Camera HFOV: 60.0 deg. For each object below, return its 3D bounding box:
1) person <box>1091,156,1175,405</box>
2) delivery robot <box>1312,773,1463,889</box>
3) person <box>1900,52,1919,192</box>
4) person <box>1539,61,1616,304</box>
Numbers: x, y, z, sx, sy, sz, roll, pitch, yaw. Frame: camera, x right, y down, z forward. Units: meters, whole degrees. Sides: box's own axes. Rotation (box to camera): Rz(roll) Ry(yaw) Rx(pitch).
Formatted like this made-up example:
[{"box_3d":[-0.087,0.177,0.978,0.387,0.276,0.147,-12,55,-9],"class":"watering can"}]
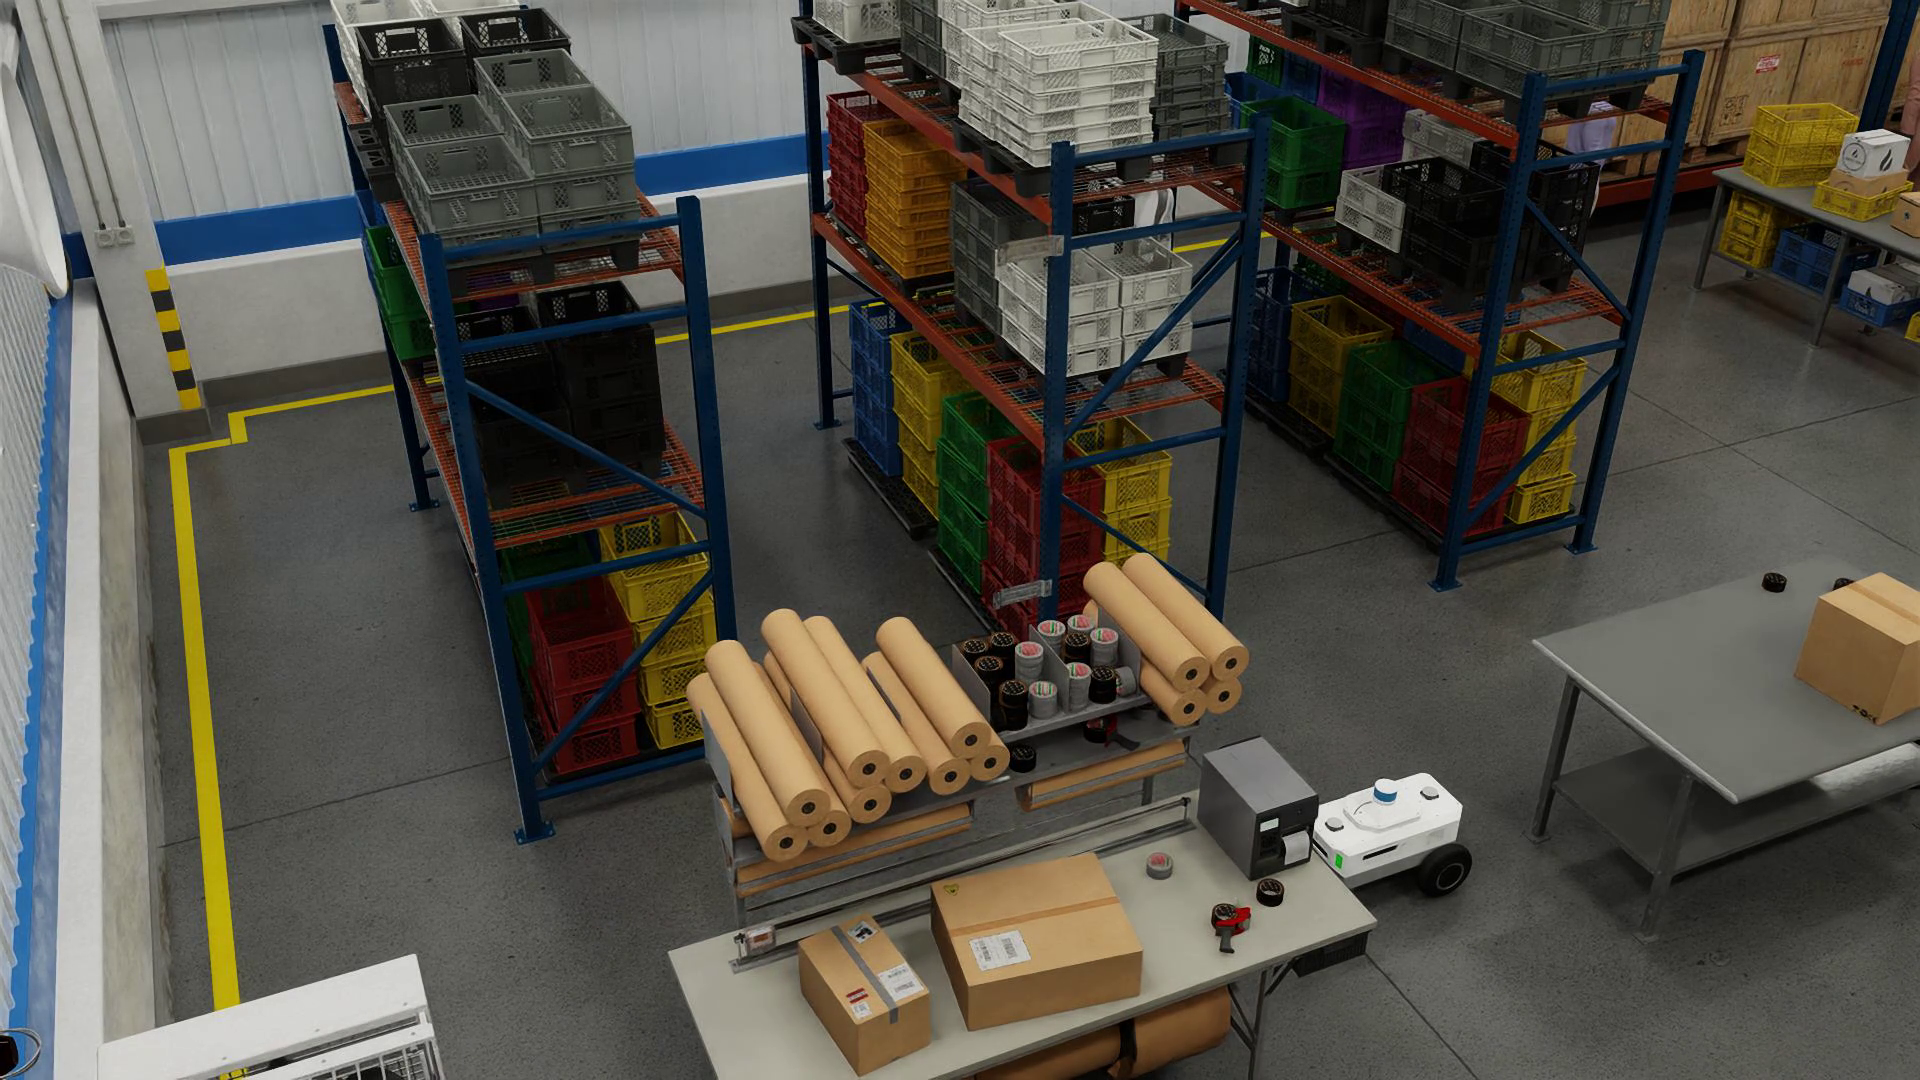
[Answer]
[{"box_3d":[1.149,-1.803,11.346,0.582,1.880,0.338,-2,32,-4],"class":"person"},{"box_3d":[1.888,1.293,7.490,0.707,0.478,0.477,-13,34,-20],"class":"delivery robot"},{"box_3d":[8.248,-3.525,14.116,0.643,1.913,0.410,-13,34,-21],"class":"person"},{"box_3d":[4.852,-2.824,12.952,0.372,1.940,0.627,4,32,7],"class":"person"}]
